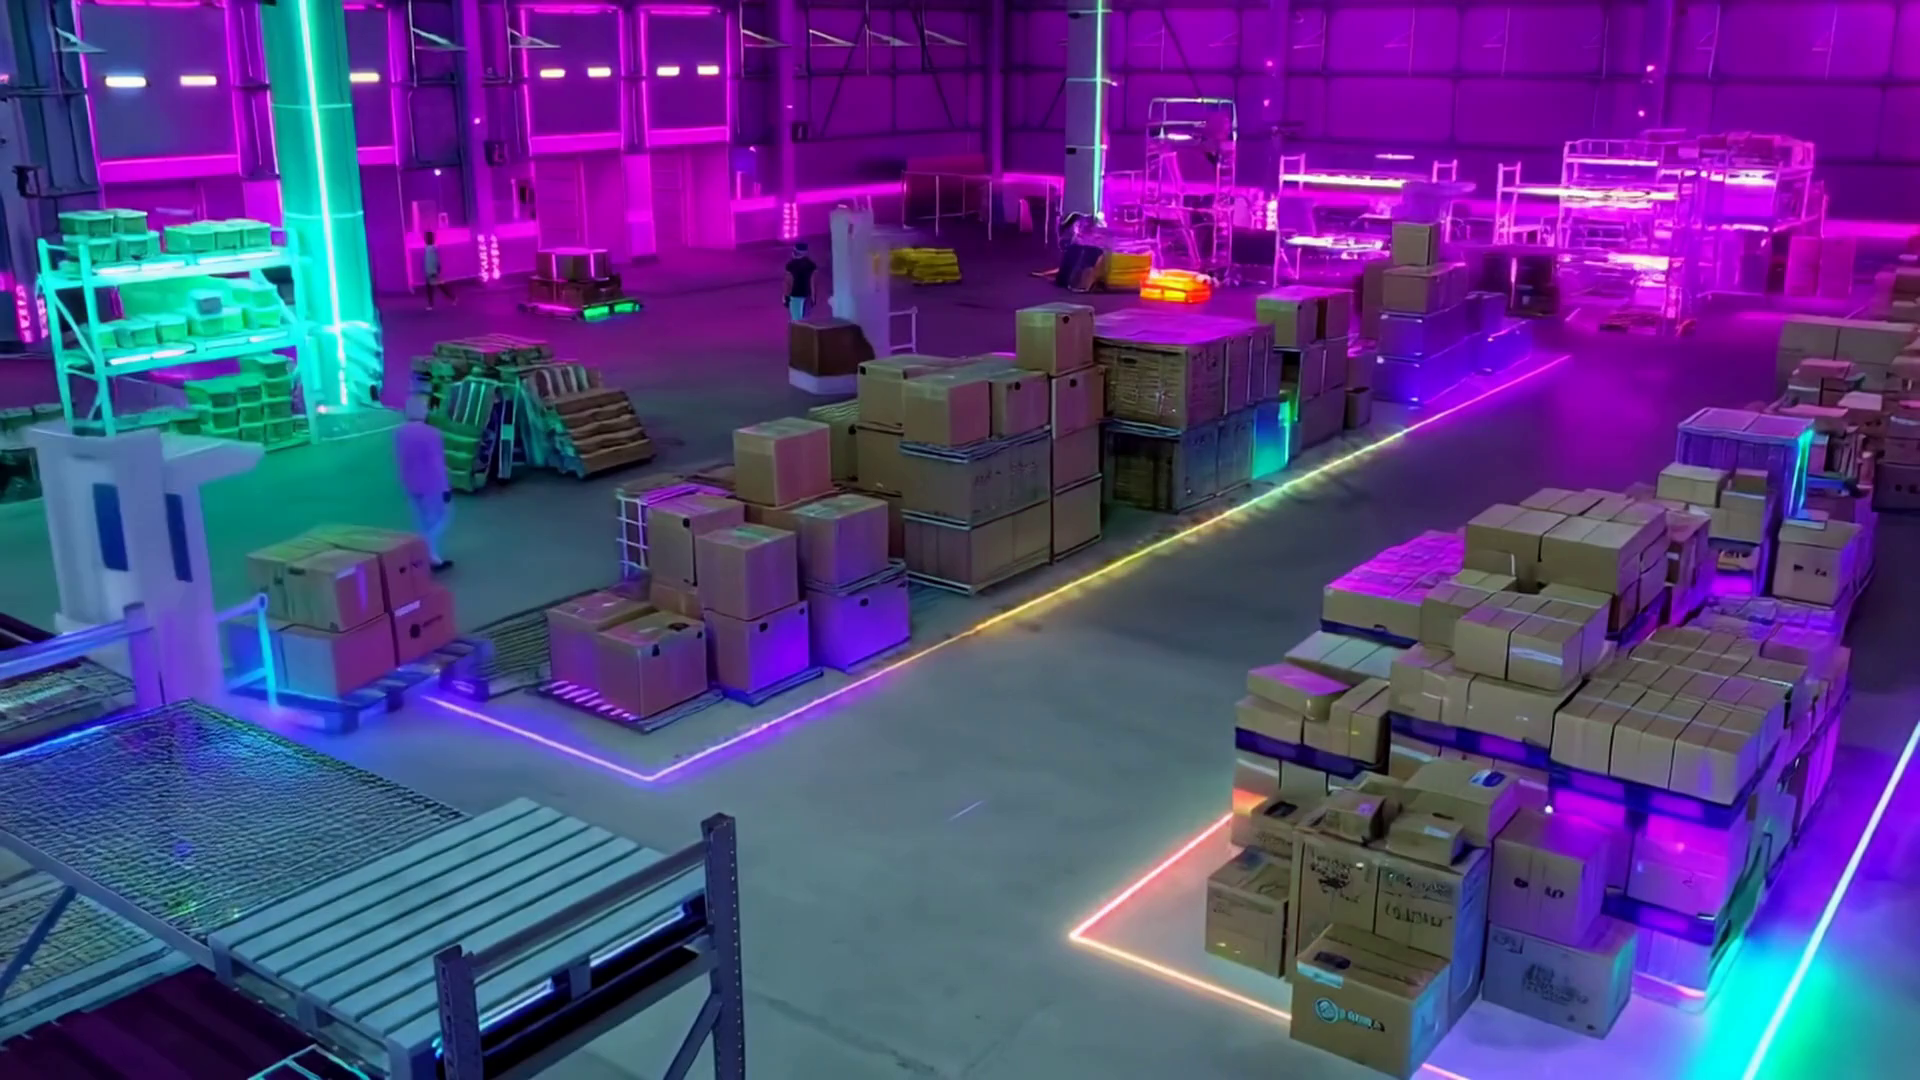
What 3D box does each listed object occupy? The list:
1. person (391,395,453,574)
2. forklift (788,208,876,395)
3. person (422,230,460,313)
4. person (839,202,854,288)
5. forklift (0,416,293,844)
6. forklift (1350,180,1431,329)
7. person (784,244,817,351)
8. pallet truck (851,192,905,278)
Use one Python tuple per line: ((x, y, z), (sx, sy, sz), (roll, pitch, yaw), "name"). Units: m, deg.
((-5.588, -0.540, 17.184), (0.640, 1.923, 0.610), (9, 19, 28), "person")
((-1.726, -3.850, 26.524), (1.873, 2.768, 1.129), (-11, 20, -32), "forklift")
((-10.684, -5.495, 34.042), (0.701, 1.680, 0.538), (-14, 22, -39), "person")
((-2.607, -6.620, 37.346), (0.581, 1.919, 0.399), (2, 17, 6), "person")
((-6.094, 0.527, 12.029), (1.129, 2.768, 1.873), (7, 18, 21), "forklift")
((8.578, -5.417, 31.710), (1.873, 2.768, 1.129), (10, 19, 29), "forklift")
((-2.840, -4.310, 29.679), (0.636, 1.928, 0.387), (-9, 19, -28), "person")
((-1.936, -7.159, 38.982), (1.885, 1.965, 0.823), (-12, 21, -34), "pallet truck")
